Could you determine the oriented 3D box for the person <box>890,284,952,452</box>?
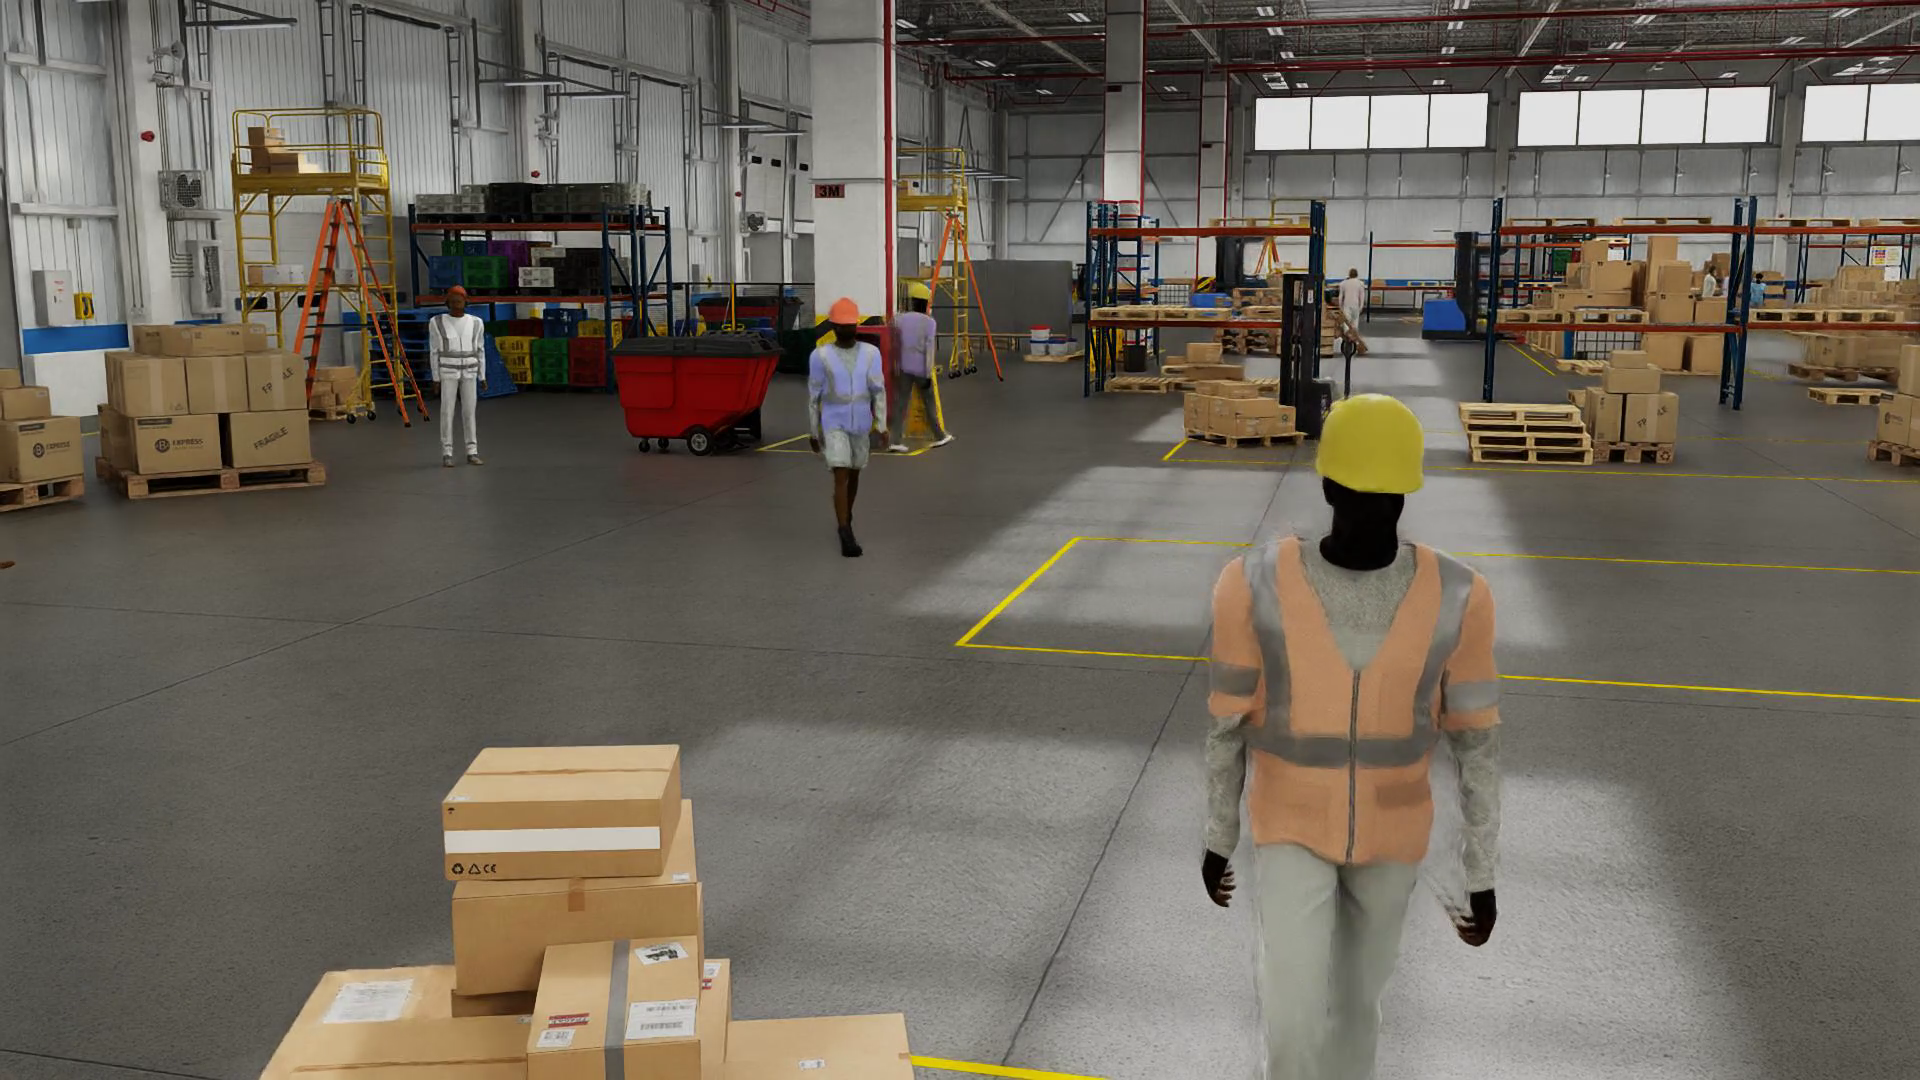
[{"bbox_3d":[-0.473,-1.941,18.794,0.589,1.875,0.993,6,11,31],"label":"person"}]

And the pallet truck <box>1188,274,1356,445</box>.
[{"bbox_3d":[3.653,-2.138,19.590,1.885,1.965,0.823,-4,10,-20],"label":"pallet truck"}]

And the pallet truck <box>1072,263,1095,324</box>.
[{"bbox_3d":[4.325,-8.180,55.162,0.823,1.965,1.885,6,11,31],"label":"pallet truck"}]

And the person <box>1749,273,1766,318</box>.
[{"bbox_3d":[24.531,-7.361,51.223,0.531,1.697,0.322,0,10,3],"label":"person"}]

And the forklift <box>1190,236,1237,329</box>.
[{"bbox_3d":[8.049,-7.856,50.659,1.873,2.768,1.129,-2,10,-13],"label":"forklift"}]

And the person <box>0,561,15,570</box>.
[{"bbox_3d":[-7.053,-0.641,11.275,0.528,1.839,0.904,9,13,41],"label":"person"}]

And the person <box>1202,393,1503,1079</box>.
[{"bbox_3d":[0.831,0.645,3.505,0.609,1.889,0.848,1,10,4],"label":"person"}]

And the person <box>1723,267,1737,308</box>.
[{"bbox_3d":[24.194,-7.636,52.206,0.473,1.915,0.529,-3,10,-19],"label":"person"}]

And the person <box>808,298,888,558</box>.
[{"bbox_3d":[-0.855,-0.853,12.377,0.546,1.894,1.004,-4,10,-20],"label":"person"}]

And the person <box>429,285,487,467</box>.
[{"bbox_3d":[-5.235,-1.706,17.369,0.572,1.887,0.354,-6,11,-31],"label":"person"}]

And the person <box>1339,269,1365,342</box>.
[{"bbox_3d":[10.024,-5.981,42.582,0.645,1.881,1.046,2,10,14],"label":"person"}]

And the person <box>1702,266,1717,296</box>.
[{"bbox_3d":[22.877,-7.403,50.805,0.373,1.931,0.632,6,11,31],"label":"person"}]

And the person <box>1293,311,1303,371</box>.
[{"bbox_3d":[6.618,-4.101,31.929,0.325,1.736,0.487,6,11,32],"label":"person"}]

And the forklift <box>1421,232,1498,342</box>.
[{"bbox_3d":[12.943,-6.537,42.896,1.873,2.768,1.129,2,10,14],"label":"forklift"}]
